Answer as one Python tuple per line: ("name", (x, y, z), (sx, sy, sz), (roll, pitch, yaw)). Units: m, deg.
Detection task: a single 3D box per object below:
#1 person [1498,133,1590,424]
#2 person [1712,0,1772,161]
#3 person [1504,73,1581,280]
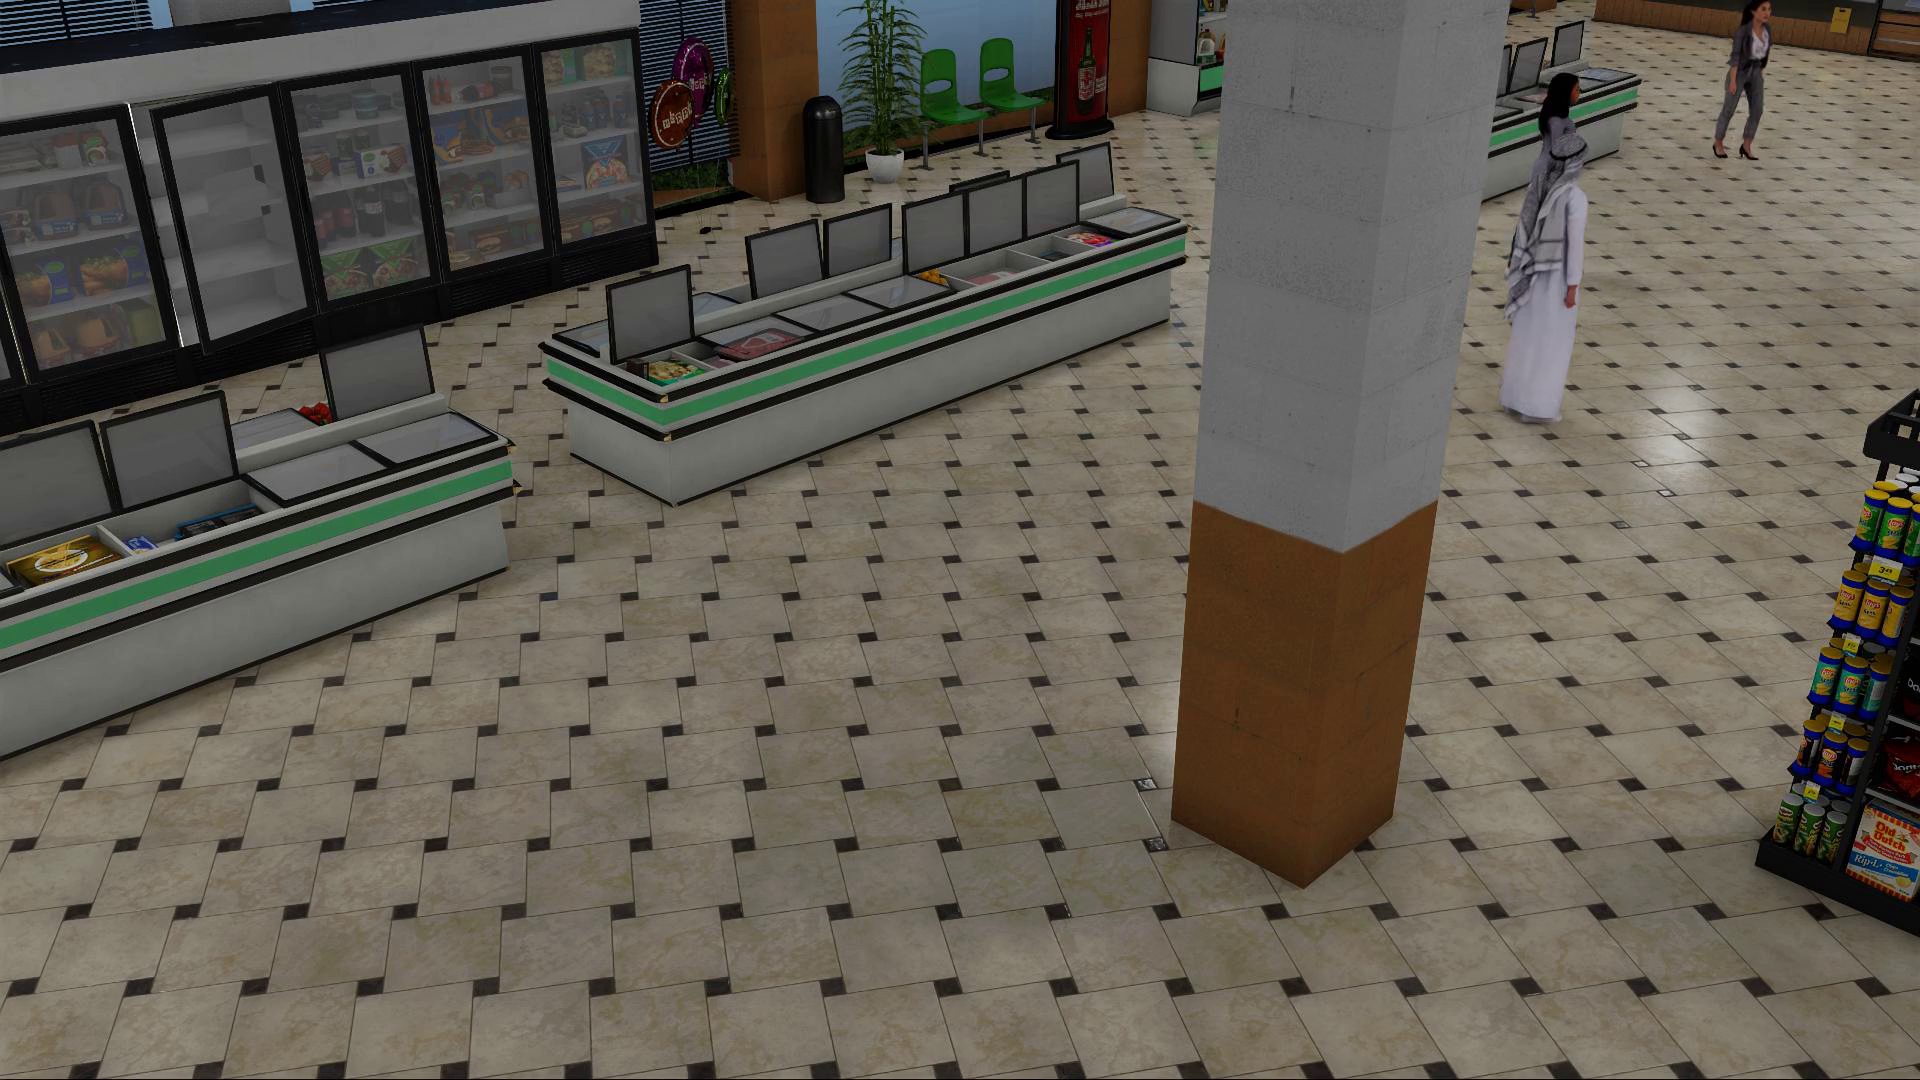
("person", (3.869, -1.729, 11.005), (0.759, 1.929, 0.787), (-13, 30, -24))
("person", (8.145, -4.825, 17.411), (0.843, 1.657, 0.879), (-9, 28, -16))
("person", (4.717, -2.952, 13.654), (0.870, 1.715, 0.872), (10, 29, 19))
